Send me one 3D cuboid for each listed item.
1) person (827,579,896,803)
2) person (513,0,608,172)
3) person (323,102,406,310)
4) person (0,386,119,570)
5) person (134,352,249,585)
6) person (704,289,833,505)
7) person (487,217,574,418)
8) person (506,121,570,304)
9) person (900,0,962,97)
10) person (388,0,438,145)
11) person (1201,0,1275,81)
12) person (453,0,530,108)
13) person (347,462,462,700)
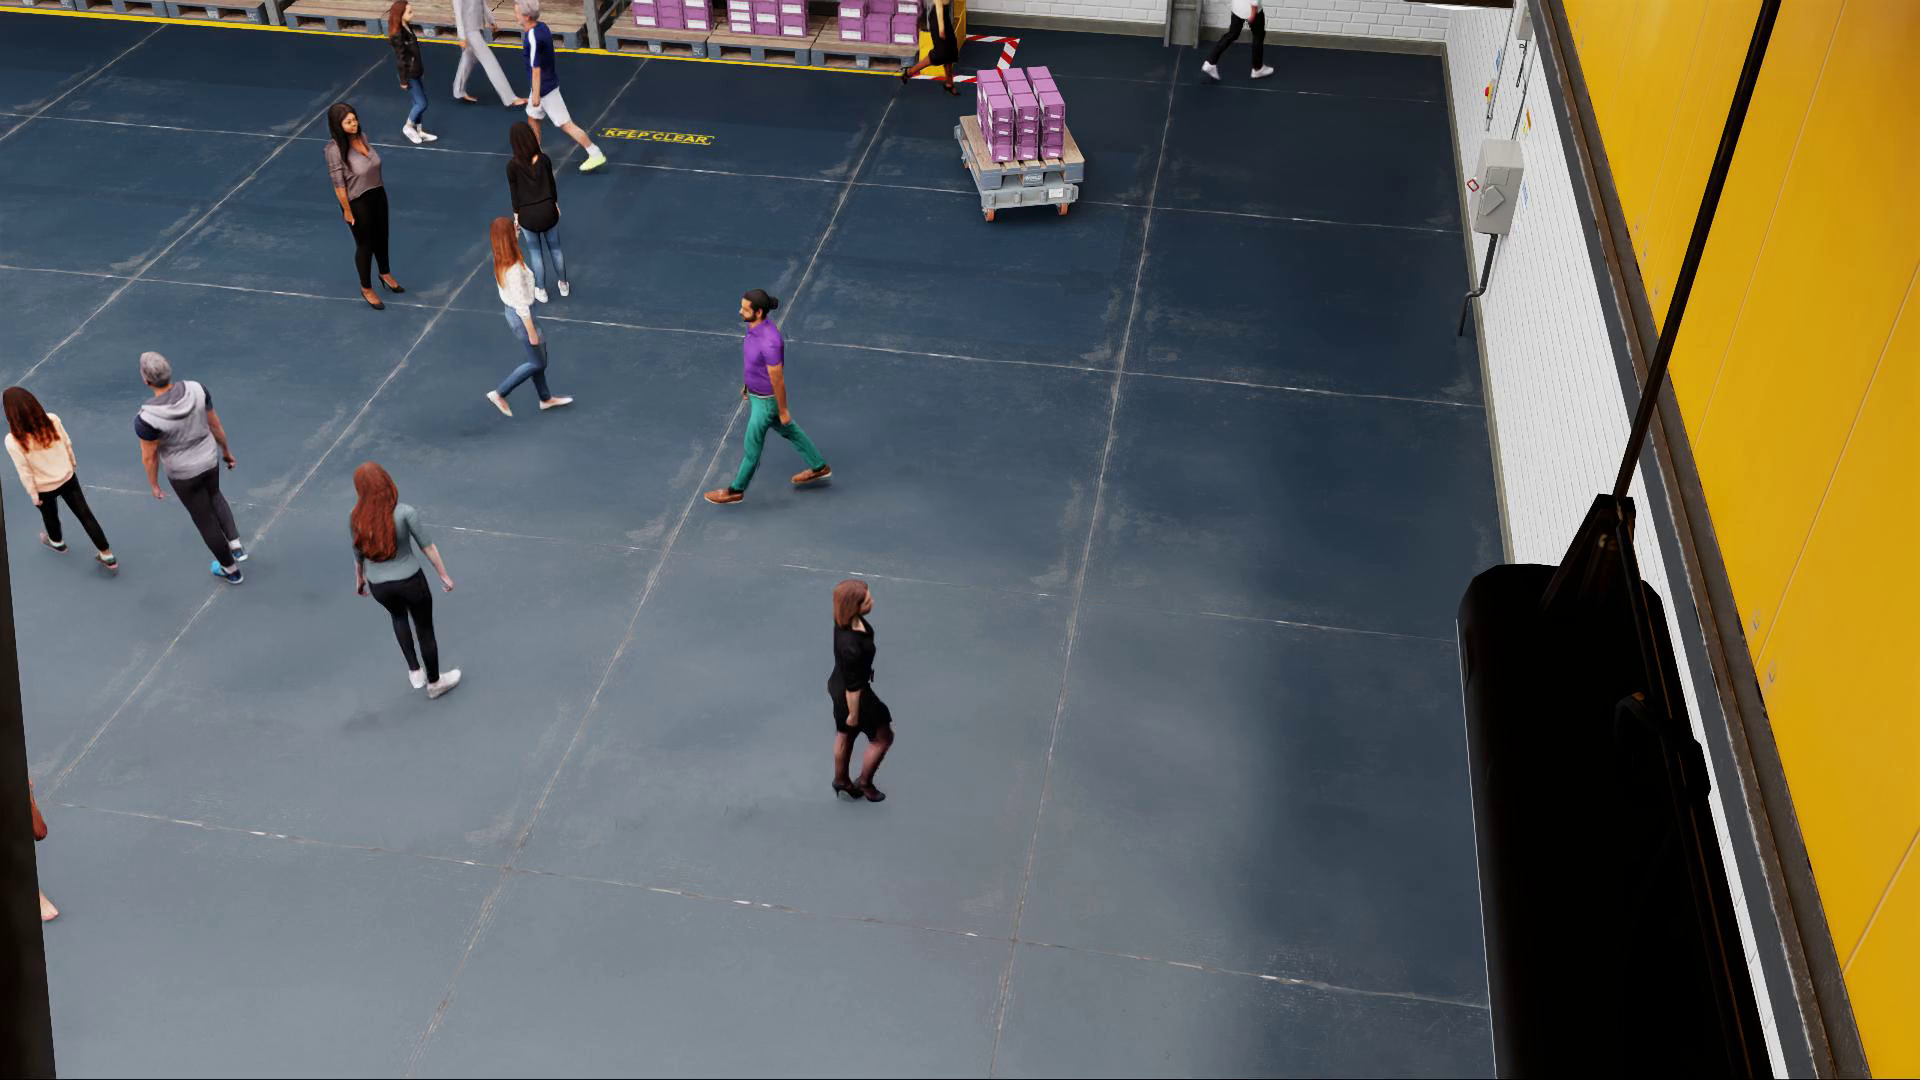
[{"bbox_3d":[-0.705,0.908,9.667,0.718,1.692,0.688,-8,39,-10],"label":"person"},{"bbox_3d":[-3.954,-4.408,16.243,1.274,1.794,0.938,-8,39,-10],"label":"person"},{"bbox_3d":[-5.139,-2.891,14.304,0.656,1.842,0.698,13,41,16],"label":"person"},{"bbox_3d":[-6.218,-0.389,11.488,1.044,1.446,0.822,22,43,25],"label":"person"},{"bbox_3d":[-5.122,-0.445,11.264,0.792,1.815,0.817,22,44,25],"label":"person"},{"bbox_3d":[-1.308,-1.043,12.092,1.298,1.716,1.029,-11,40,-14],"label":"person"},{"bbox_3d":[-3.466,-1.686,12.895,0.990,1.718,0.864,-15,41,-18],"label":"person"},{"bbox_3d":[-3.660,-2.839,14.402,0.633,1.639,0.710,-19,42,-22],"label":"person"},{"bbox_3d":[-0.279,-5.483,17.715,0.919,1.636,0.656,0,39,0],"label":"person"},{"bbox_3d":[-5.668,-4.754,16.936,0.603,1.469,0.618,3,39,4],"label":"person"},{"bbox_3d":[3.048,-5.832,18.036,1.185,1.782,1.021,-16,41,-19],"label":"person"},{"bbox_3d":[-5.221,-5.392,17.557,1.107,1.691,0.669,5,39,6],"label":"person"},{"bbox_3d":[-3.540,0.317,10.387,0.659,1.717,0.879,3,39,4],"label":"person"}]
